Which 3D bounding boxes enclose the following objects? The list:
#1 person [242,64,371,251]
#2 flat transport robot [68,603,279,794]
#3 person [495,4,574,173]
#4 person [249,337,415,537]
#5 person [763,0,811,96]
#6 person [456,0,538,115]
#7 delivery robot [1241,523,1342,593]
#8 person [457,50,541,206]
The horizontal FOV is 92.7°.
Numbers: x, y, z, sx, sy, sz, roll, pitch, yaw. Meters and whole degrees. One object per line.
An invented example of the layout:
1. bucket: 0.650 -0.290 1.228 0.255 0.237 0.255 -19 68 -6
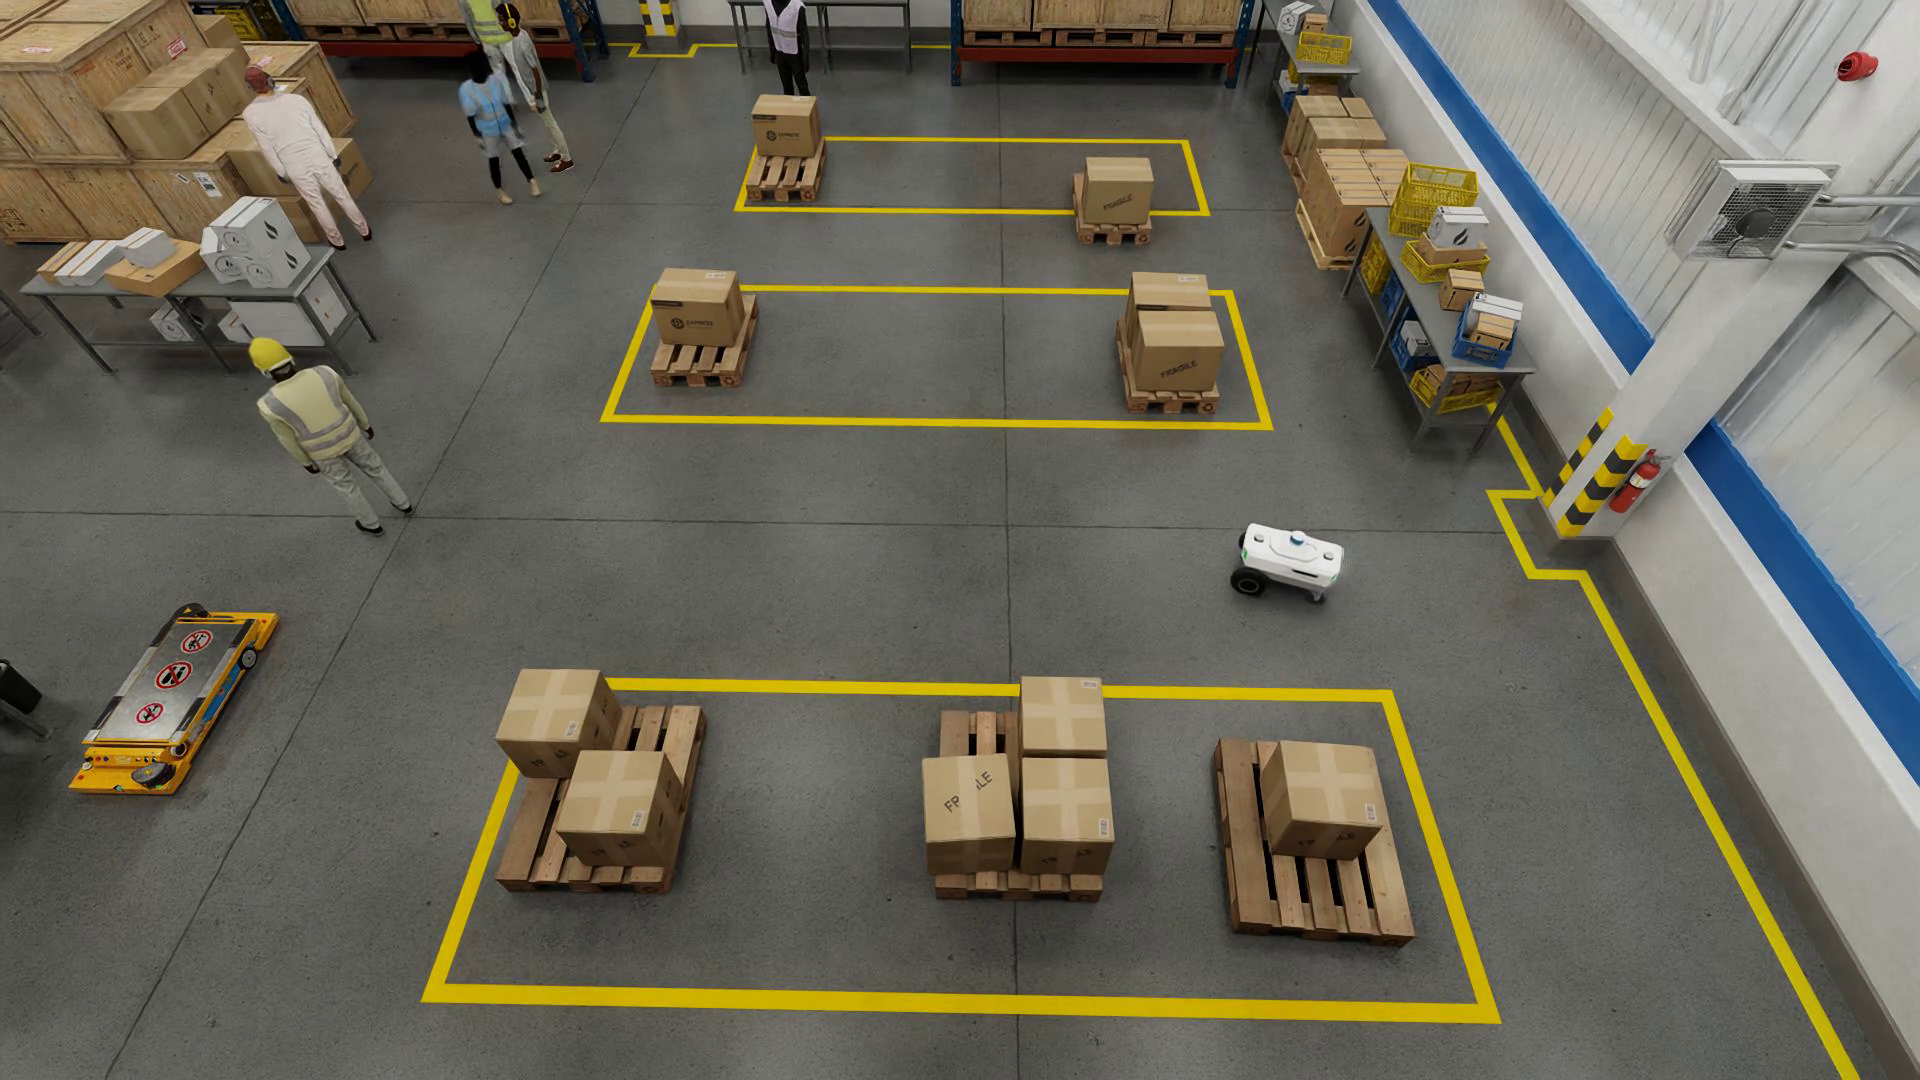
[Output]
1. person: -6.921 -4.008 9.680 0.644 1.903 0.399 -33 57 -25
2. flat transport robot: -5.504 1.072 6.442 0.652 0.197 1.431 1 50 1
3. person: -5.011 -5.299 10.793 0.329 1.872 0.509 -23 53 -18
4. person: -4.799 -0.776 6.996 0.403 1.823 0.591 28 55 22
5. person: -2.118 -6.077 11.423 0.590 1.915 0.399 23 53 18
6. person: -5.942 -6.458 11.798 0.637 1.839 0.430 -5 50 -4
7. delivery robot: 2.523 0.121 7.003 0.707 0.478 0.477 15 52 13
8. person: -5.260 -4.647 10.363 0.360 1.685 0.550 32 57 24
